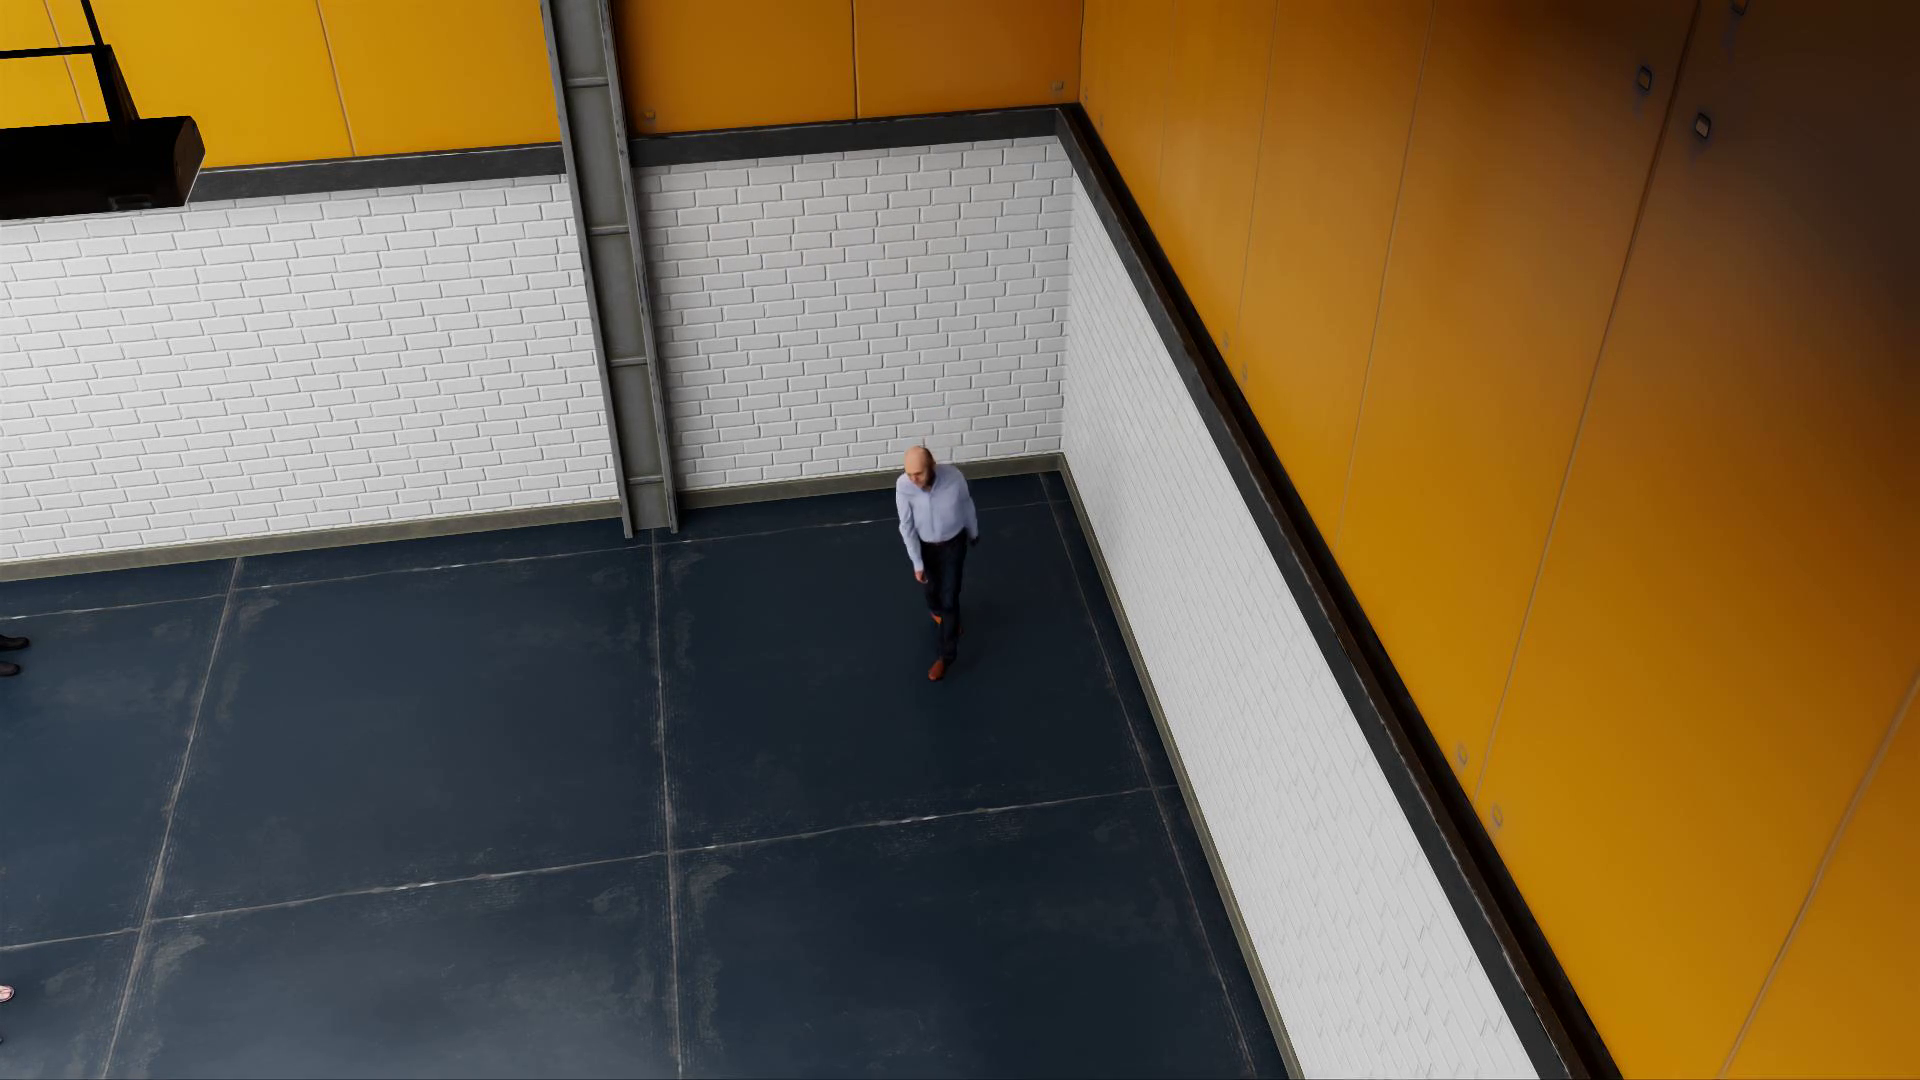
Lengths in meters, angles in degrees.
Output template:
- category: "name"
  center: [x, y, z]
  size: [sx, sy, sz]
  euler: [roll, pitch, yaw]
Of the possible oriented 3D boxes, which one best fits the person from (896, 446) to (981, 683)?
- category: "person"
  center: [-0.129, 0.022, 10.931]
  size: [1.043, 1.728, 0.854]
  euler: [-7, 39, -9]
